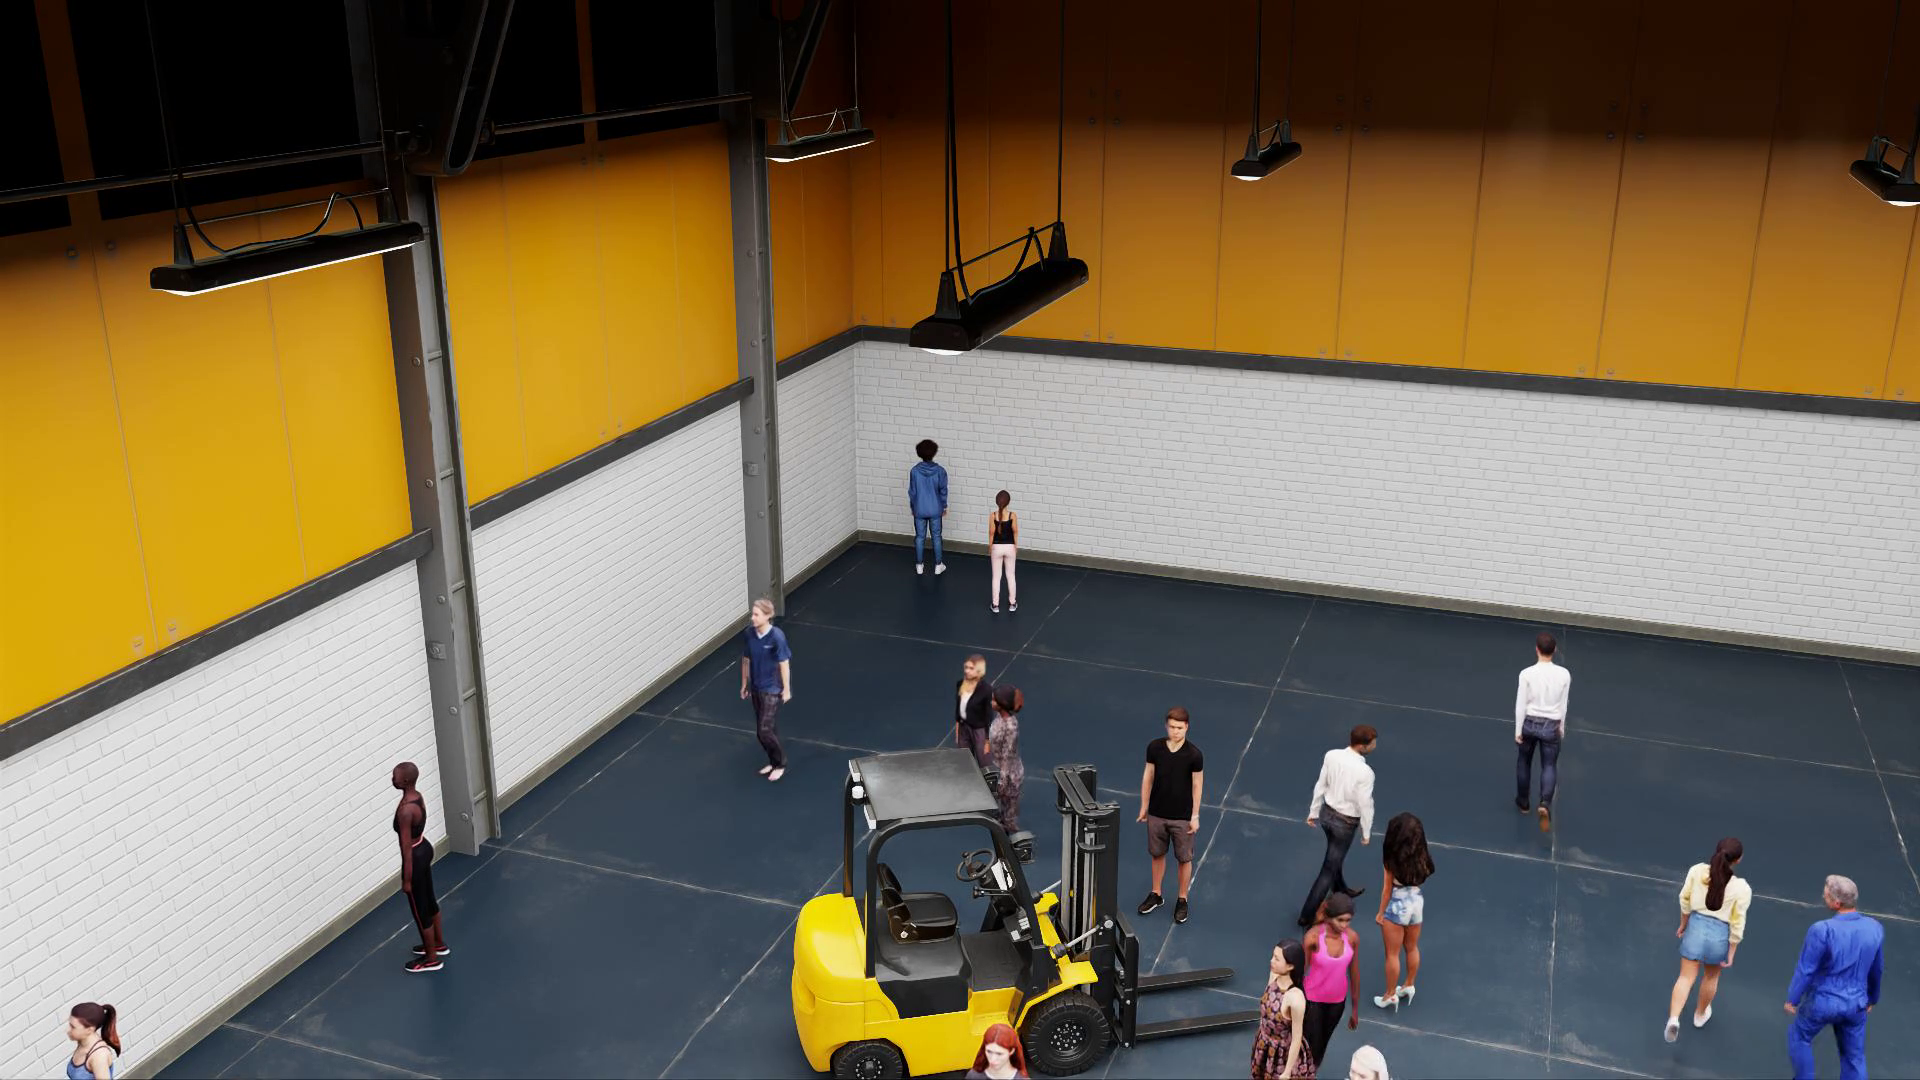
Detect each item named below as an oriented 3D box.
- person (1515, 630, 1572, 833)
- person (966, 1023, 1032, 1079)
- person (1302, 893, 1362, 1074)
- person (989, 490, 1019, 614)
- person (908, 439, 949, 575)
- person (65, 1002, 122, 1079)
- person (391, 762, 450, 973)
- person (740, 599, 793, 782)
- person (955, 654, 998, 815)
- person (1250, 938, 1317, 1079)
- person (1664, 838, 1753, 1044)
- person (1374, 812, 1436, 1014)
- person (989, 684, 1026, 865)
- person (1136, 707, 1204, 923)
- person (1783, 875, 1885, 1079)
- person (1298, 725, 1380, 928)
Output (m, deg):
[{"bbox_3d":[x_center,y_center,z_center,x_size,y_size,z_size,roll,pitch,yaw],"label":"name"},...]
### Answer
[{"bbox_3d":[5.348,1.767,15.280,0.698,1.843,1.074,4,19,12],"label":"person"},{"bbox_3d":[0.227,3.634,9.836,0.591,1.779,0.513,5,19,14],"label":"person"},{"bbox_3d":[2.481,3.127,11.455,0.736,1.705,0.793,-2,19,-6],"label":"person"},{"bbox_3d":[0.539,0.127,20.584,0.599,1.566,0.620,-1,19,-3],"label":"person"},{"bbox_3d":[-0.419,-0.441,21.886,0.733,1.810,0.659,2,19,5],"label":"person"},{"bbox_3d":[-5.312,3.567,10.301,0.690,1.609,0.659,-15,24,-38],"label":"person"},{"bbox_3d":[-4.259,2.551,13.086,0.716,1.756,0.616,-3,19,-8],"label":"person"},{"bbox_3d":[-1.832,1.429,16.264,0.772,1.854,0.802,14,23,36],"label":"person"},{"bbox_3d":[0.156,1.825,15.383,0.658,1.667,0.654,14,23,37],"label":"person"},{"bbox_3d":[2.053,3.344,10.703,0.863,1.775,0.791,-6,19,-16],"label":"person"},{"bbox_3d":[5.442,2.946,12.148,0.848,1.607,1.112,14,23,36],"label":"person"},{"bbox_3d":[3.333,2.801,12.549,0.659,1.625,0.727,-11,21,-29],"label":"person"},{"bbox_3d":[0.492,2.066,14.613,0.774,1.703,0.707,-7,20,-19],"label":"person"},{"bbox_3d":[1.772,2.247,13.823,0.706,1.862,0.604,9,21,25],"label":"person"},{"bbox_3d":[5.917,3.160,11.216,0.901,1.797,0.882,1,19,4],"label":"person"},{"bbox_3d":[3.040,2.364,13.542,1.175,1.820,1.049,-16,25,-40],"label":"person"}]
